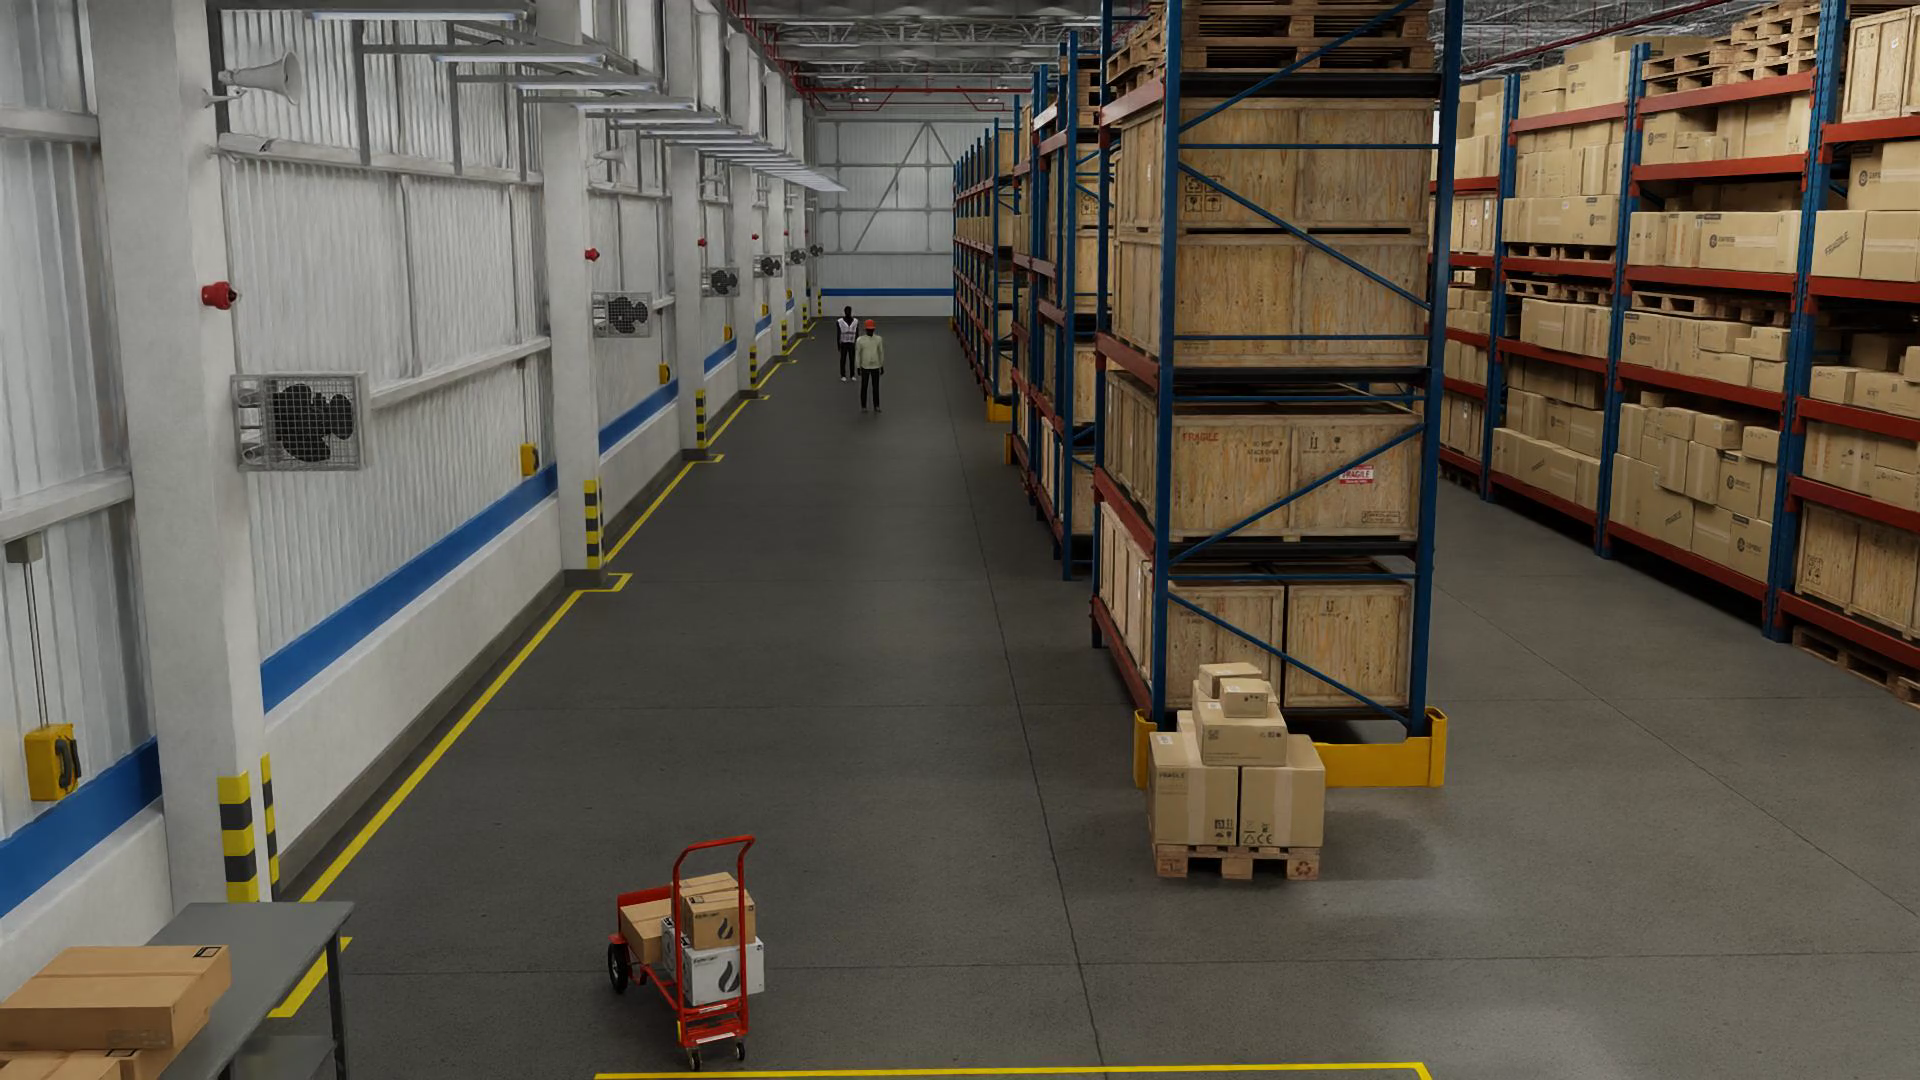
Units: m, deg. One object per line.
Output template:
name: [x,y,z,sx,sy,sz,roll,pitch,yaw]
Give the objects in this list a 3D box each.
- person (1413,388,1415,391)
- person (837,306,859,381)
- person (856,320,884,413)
person: [11.123,-4.496,39.946,0.571,1.840,0.373,-7,13,-31]
person: [-2.861,-5.014,42.462,0.589,1.912,0.397,-4,12,-21]
person: [-1.915,-3.704,35.458,0.617,1.986,0.408,-4,11,-19]
